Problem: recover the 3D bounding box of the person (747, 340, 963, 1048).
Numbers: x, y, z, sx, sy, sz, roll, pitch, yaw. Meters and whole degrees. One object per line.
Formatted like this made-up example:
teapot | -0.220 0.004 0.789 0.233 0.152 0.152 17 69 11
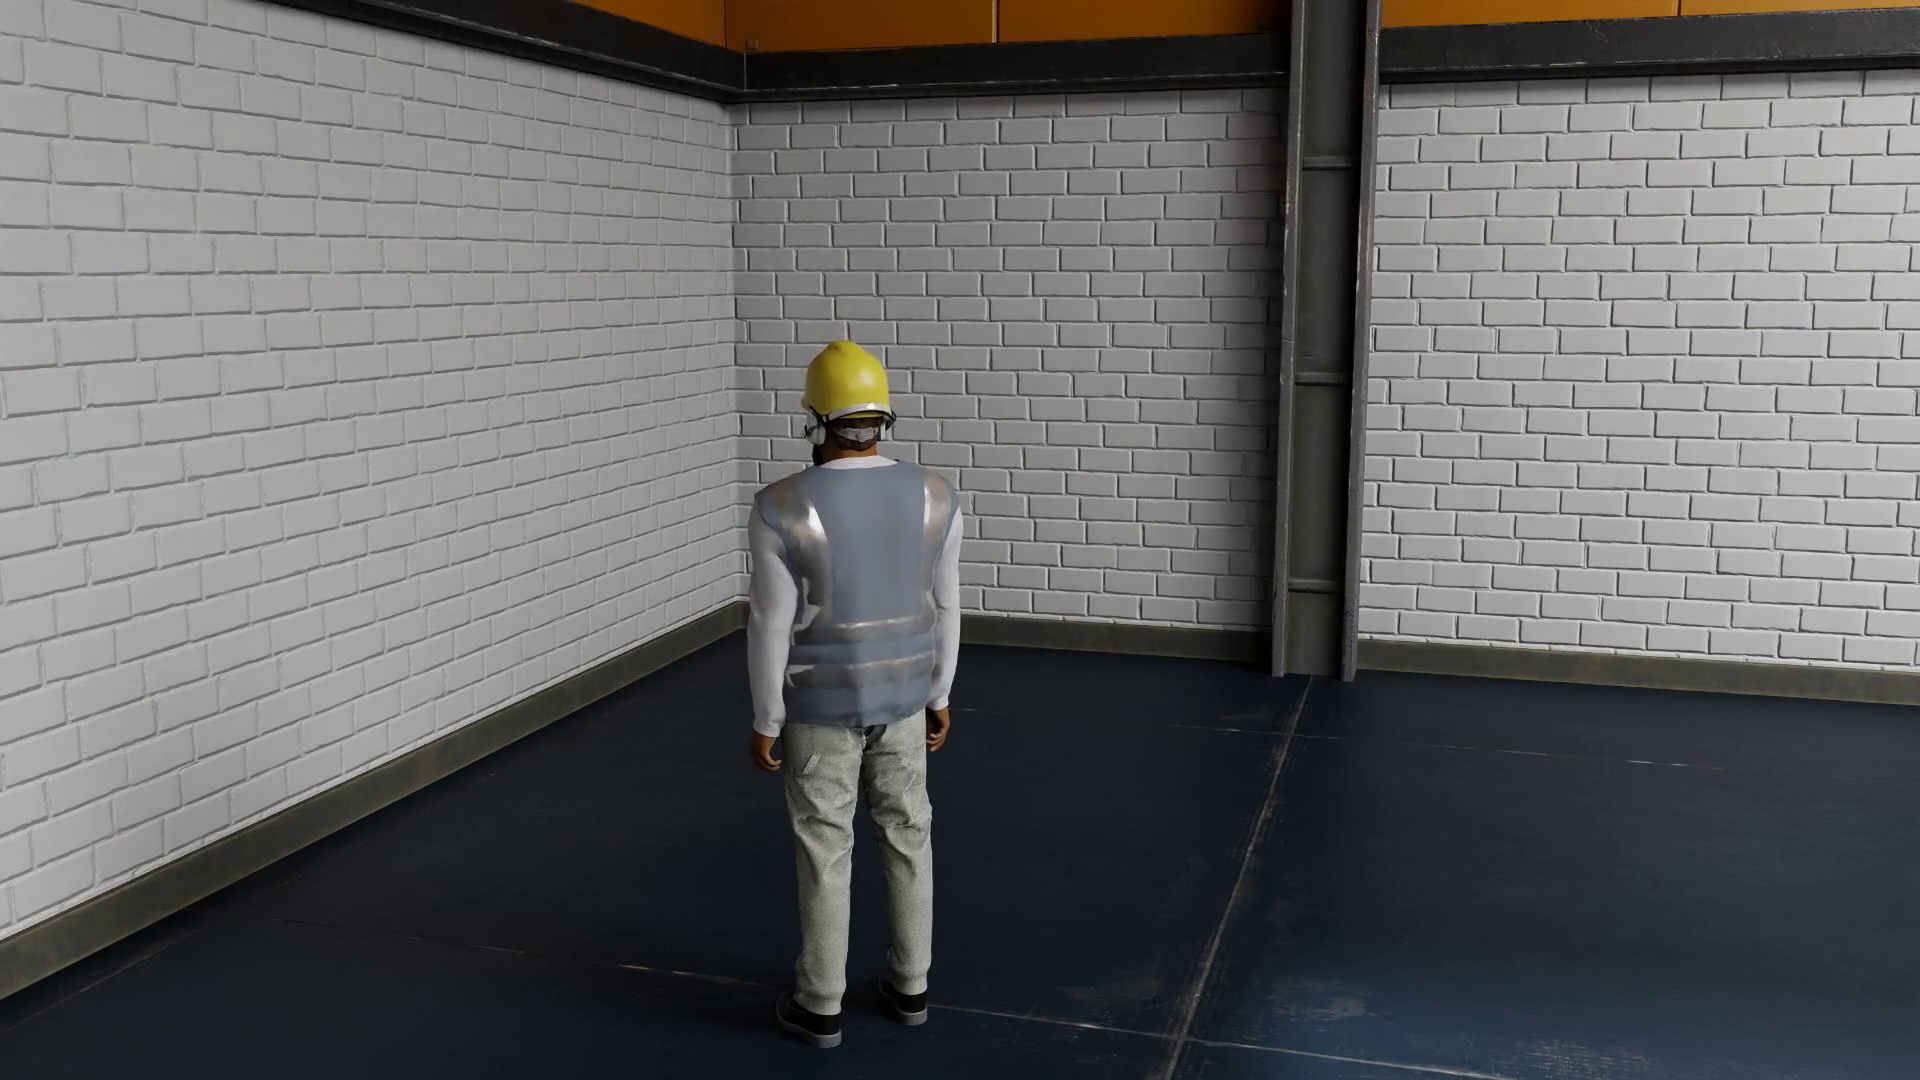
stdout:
person | -0.283 0.402 4.345 0.590 1.837 0.403 -5 10 -27
